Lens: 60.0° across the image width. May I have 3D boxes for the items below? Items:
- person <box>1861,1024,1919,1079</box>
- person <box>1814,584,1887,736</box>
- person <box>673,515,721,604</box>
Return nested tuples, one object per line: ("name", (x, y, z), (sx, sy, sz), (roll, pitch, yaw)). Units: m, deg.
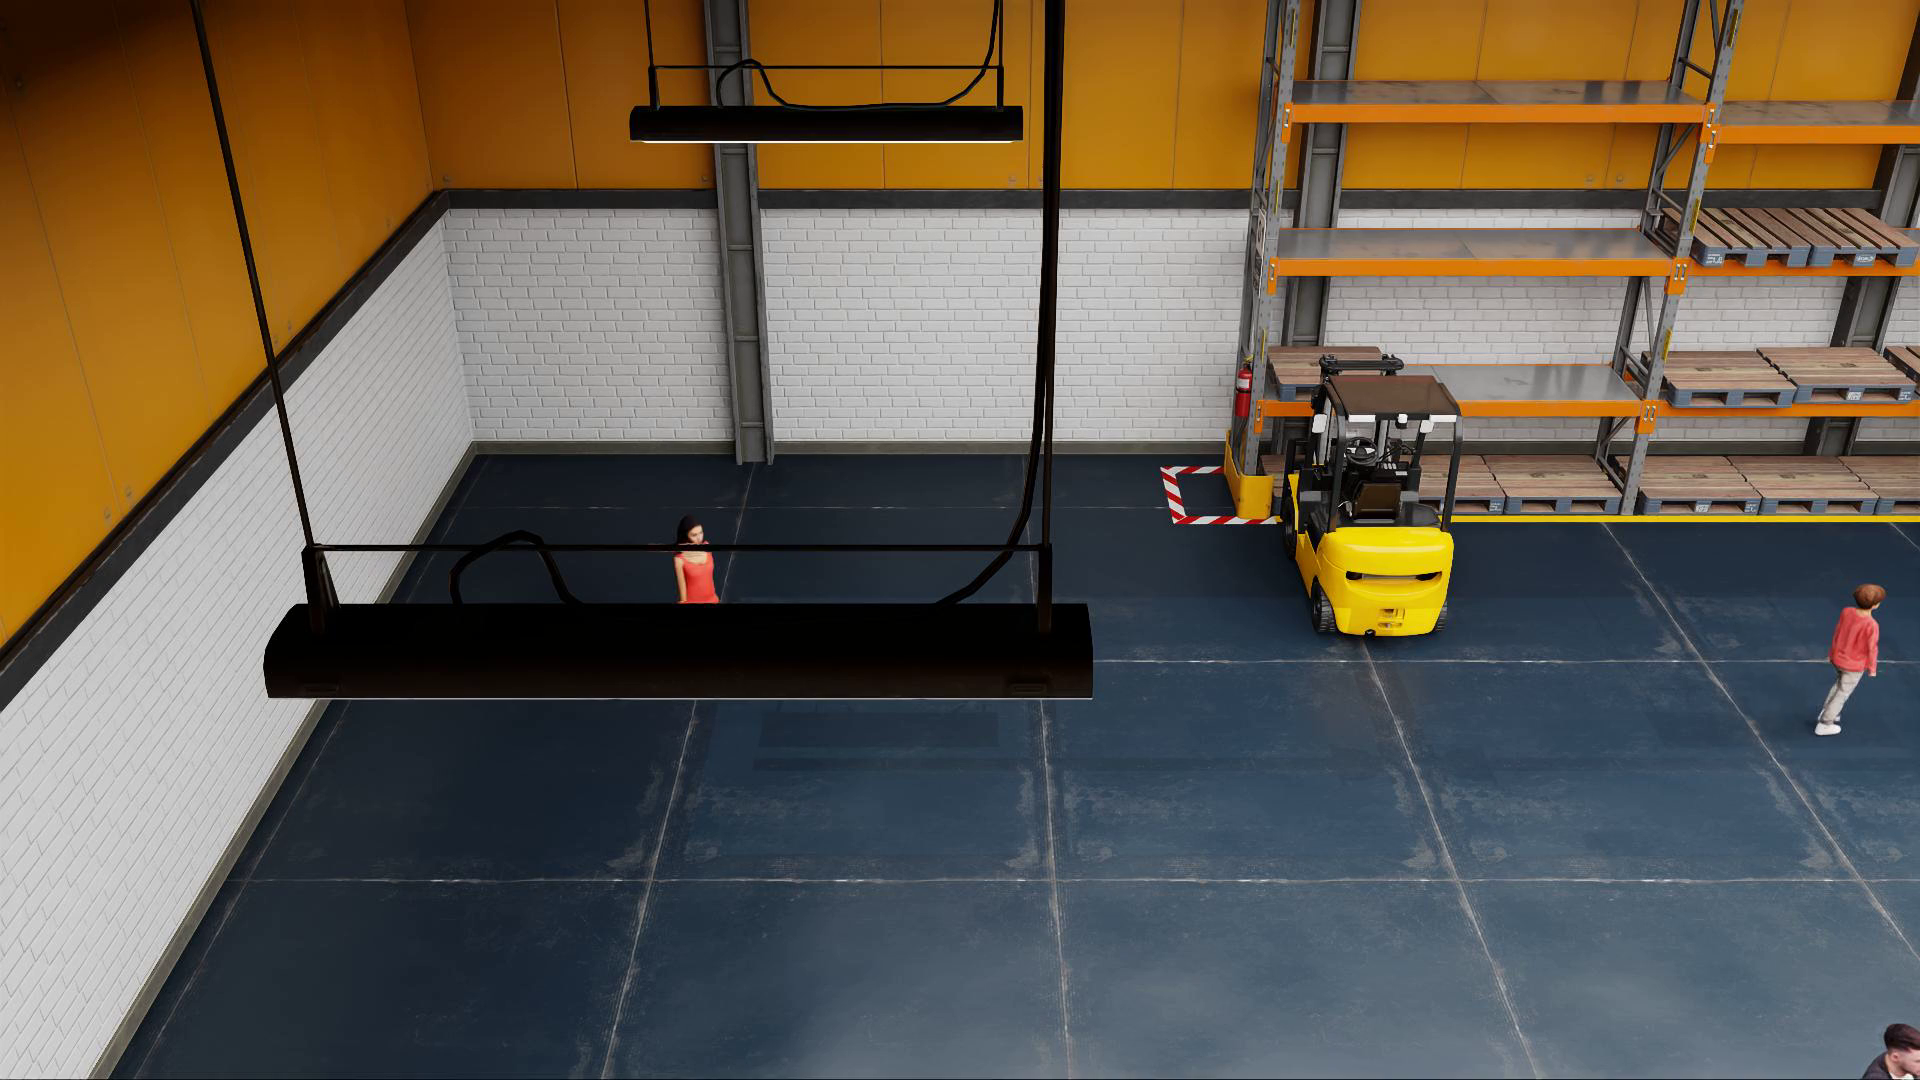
("person", (4.890, 3.313, 9.002), (0.716, 1.836, 0.780), (-26, 38, -38))
("person", (7.264, 1.002, 13.690), (0.613, 1.403, 0.580), (-6, 29, -11))
("person", (-2.295, 0.543, 14.219), (0.823, 1.701, 0.763), (23, 36, 35))
